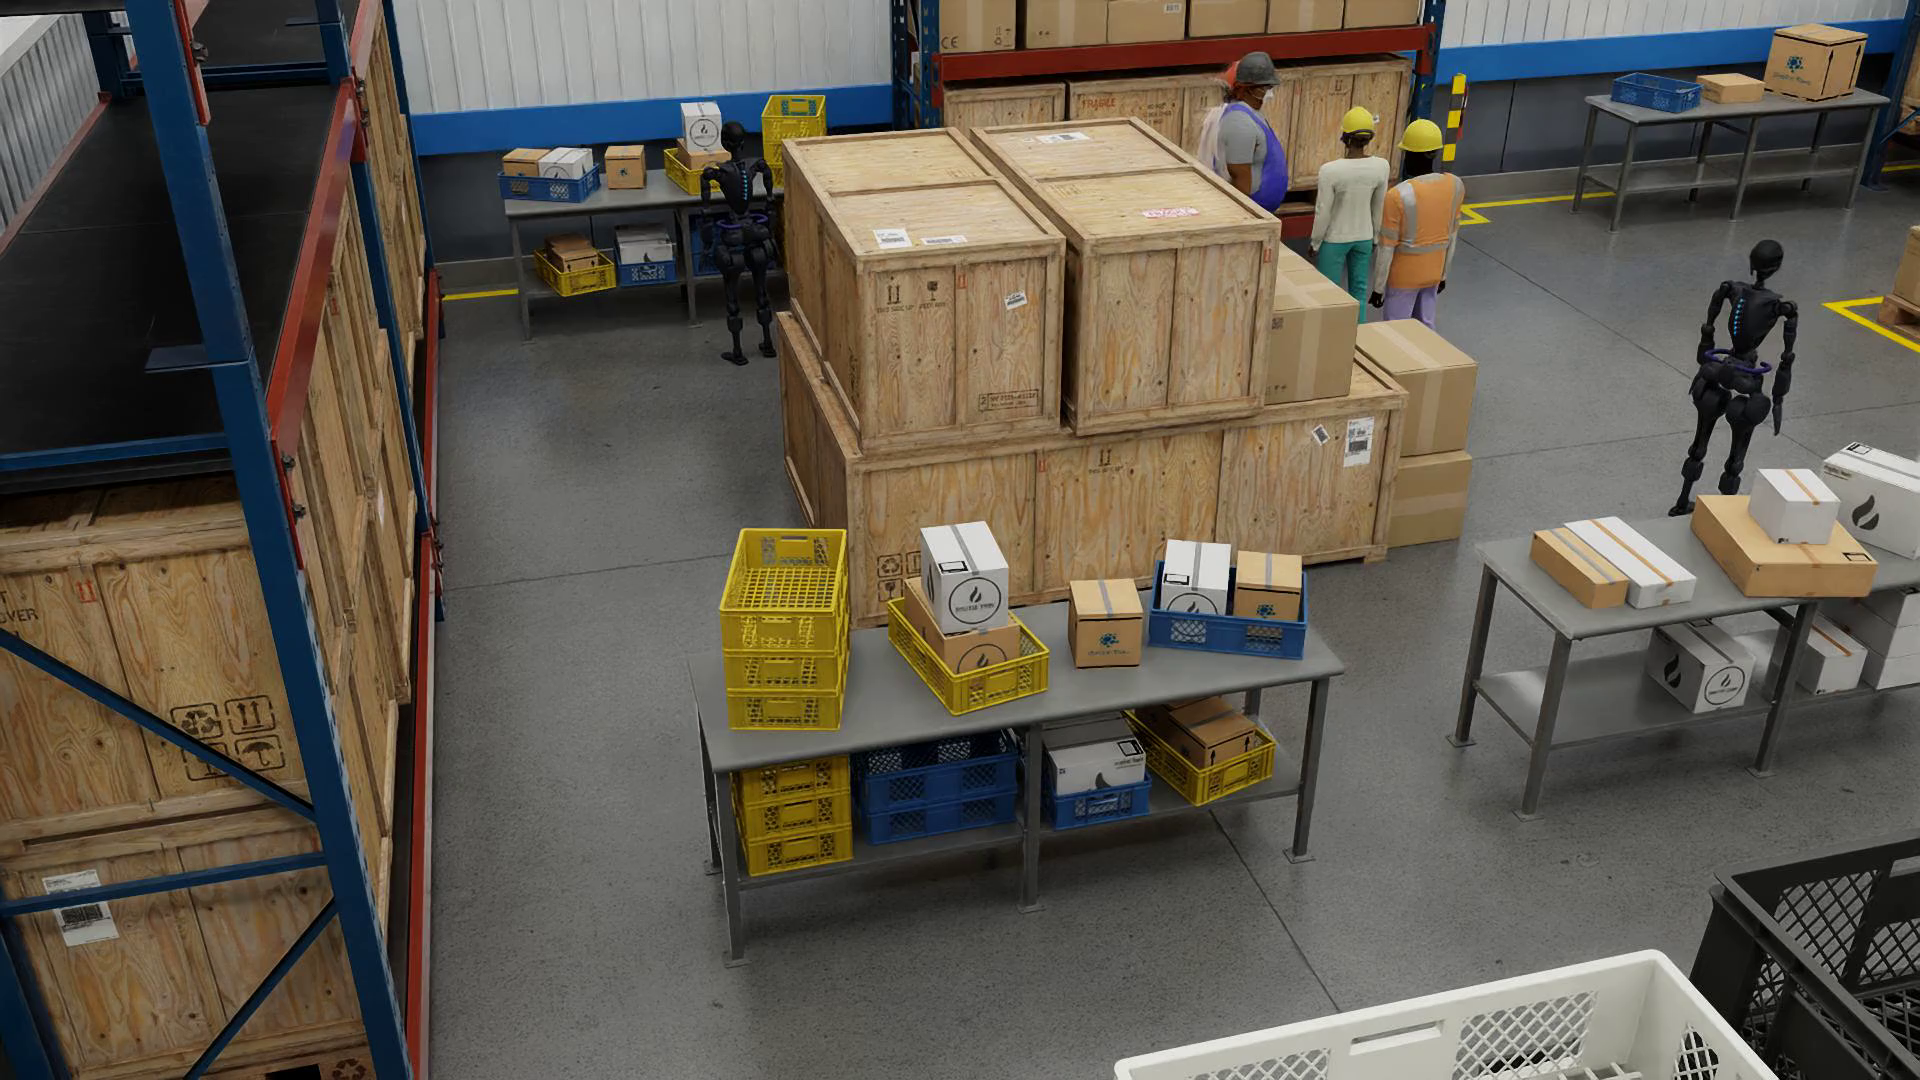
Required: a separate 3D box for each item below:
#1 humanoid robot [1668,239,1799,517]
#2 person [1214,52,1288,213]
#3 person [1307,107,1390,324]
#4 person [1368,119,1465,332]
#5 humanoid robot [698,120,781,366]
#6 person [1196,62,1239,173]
[{"bbox_3d":[4.292,-0.854,9.189,0.323,1.660,0.596,-18,33,-29],"label":"humanoid robot"},{"bbox_3d":[2.003,-2.376,11.594,0.537,2.000,0.687,2,29,4],"label":"person"},{"bbox_3d":[2.608,-2.044,11.274,0.532,1.768,0.309,-9,30,-15],"label":"person"},{"bbox_3d":[2.827,-1.675,10.453,0.588,1.919,0.404,-13,31,-22],"label":"person"},{"bbox_3d":[-1.499,-2.027,11.322,0.590,1.657,0.327,-18,33,-29],"label":"humanoid robot"},{"bbox_3d":[1.852,-2.369,11.686,0.877,1.942,0.615,-1,29,-2],"label":"person"}]
